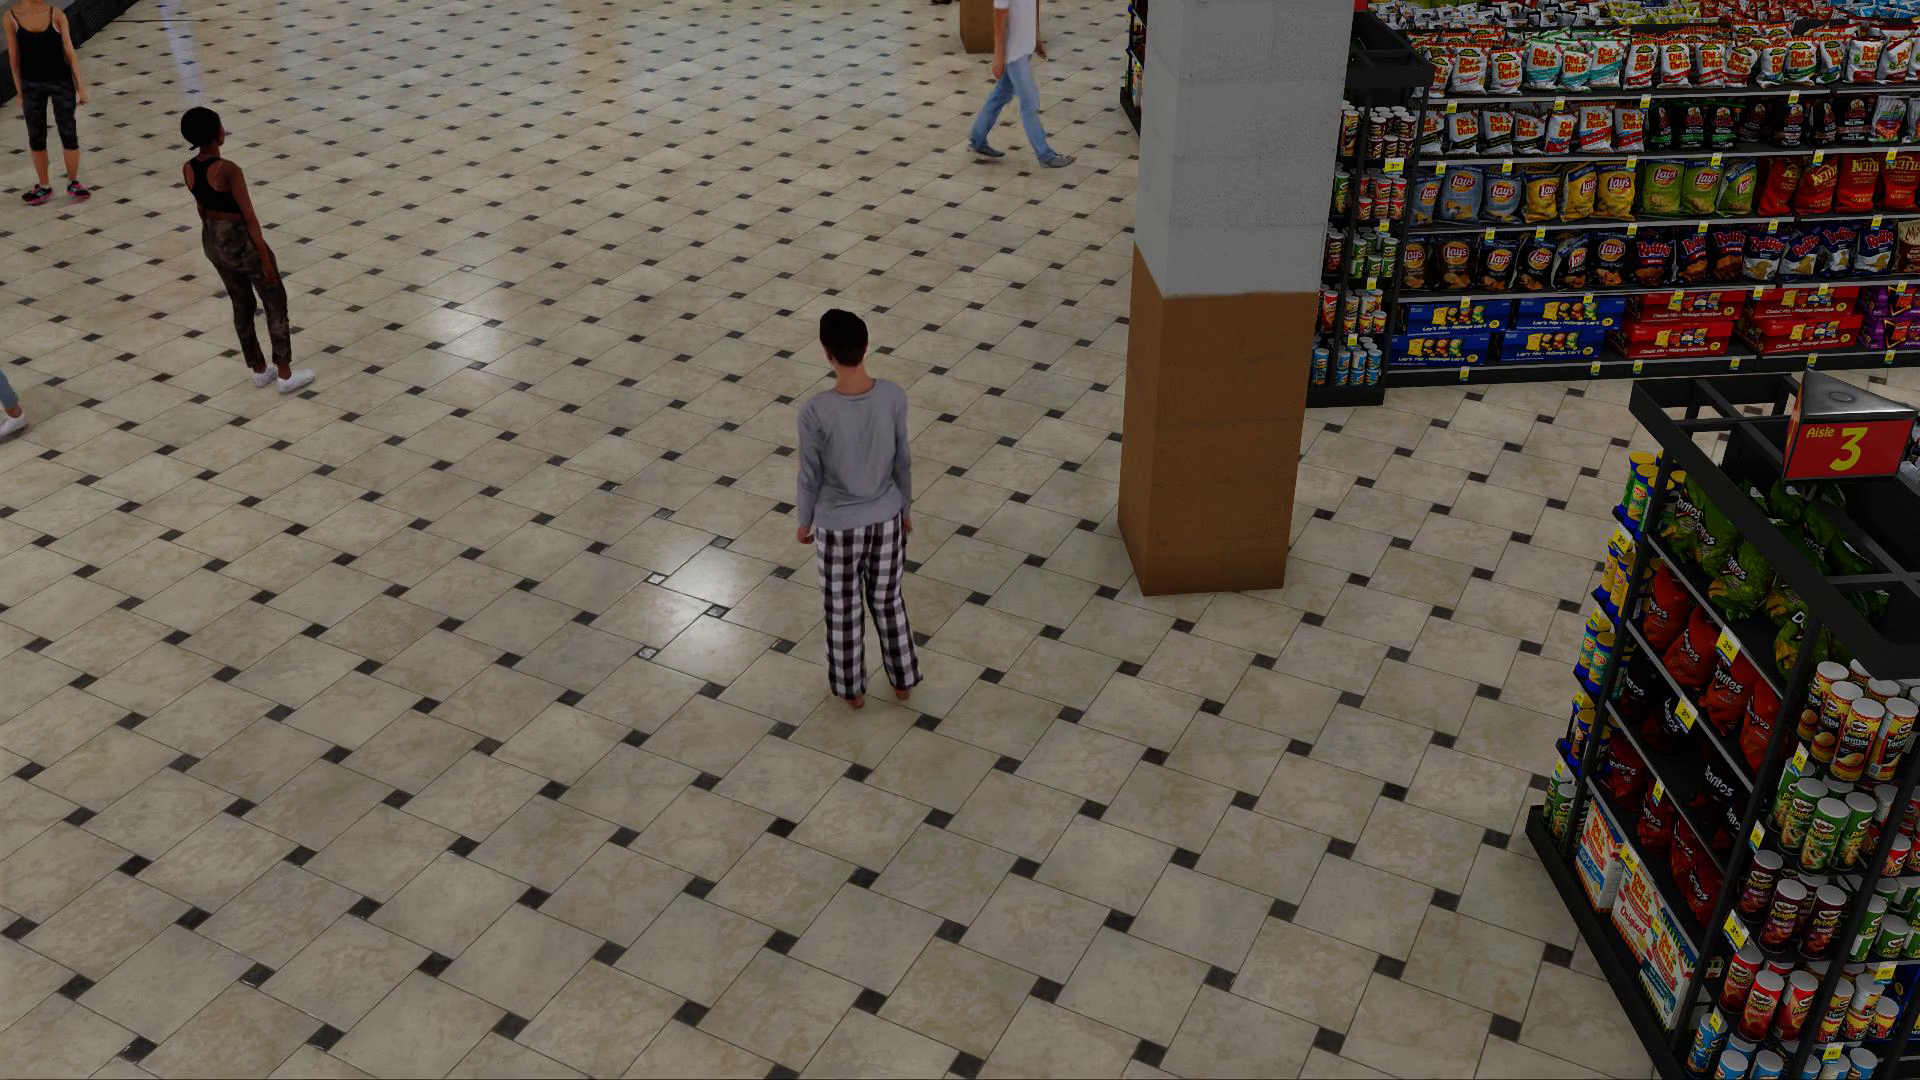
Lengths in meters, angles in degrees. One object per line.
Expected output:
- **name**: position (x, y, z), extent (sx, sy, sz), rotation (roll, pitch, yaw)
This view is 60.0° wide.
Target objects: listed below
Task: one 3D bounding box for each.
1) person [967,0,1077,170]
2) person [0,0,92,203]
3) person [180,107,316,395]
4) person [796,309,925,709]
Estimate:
- **person**: position (0.348, -3.760, 12.799), extent (1.257, 1.817, 0.973), rotation (10, 33, 15)
- **person**: position (-6.711, -3.314, 12.196), extent (0.613, 1.696, 0.895), rotation (-5, 32, -8)
- **person**: position (-4.153, -1.611, 9.463), extent (0.680, 1.693, 0.777), rotation (13, 34, 19)
- **person**: position (-0.416, -0.073, 6.847), extent (0.600, 1.845, 0.763), rotation (-10, 33, -15)
